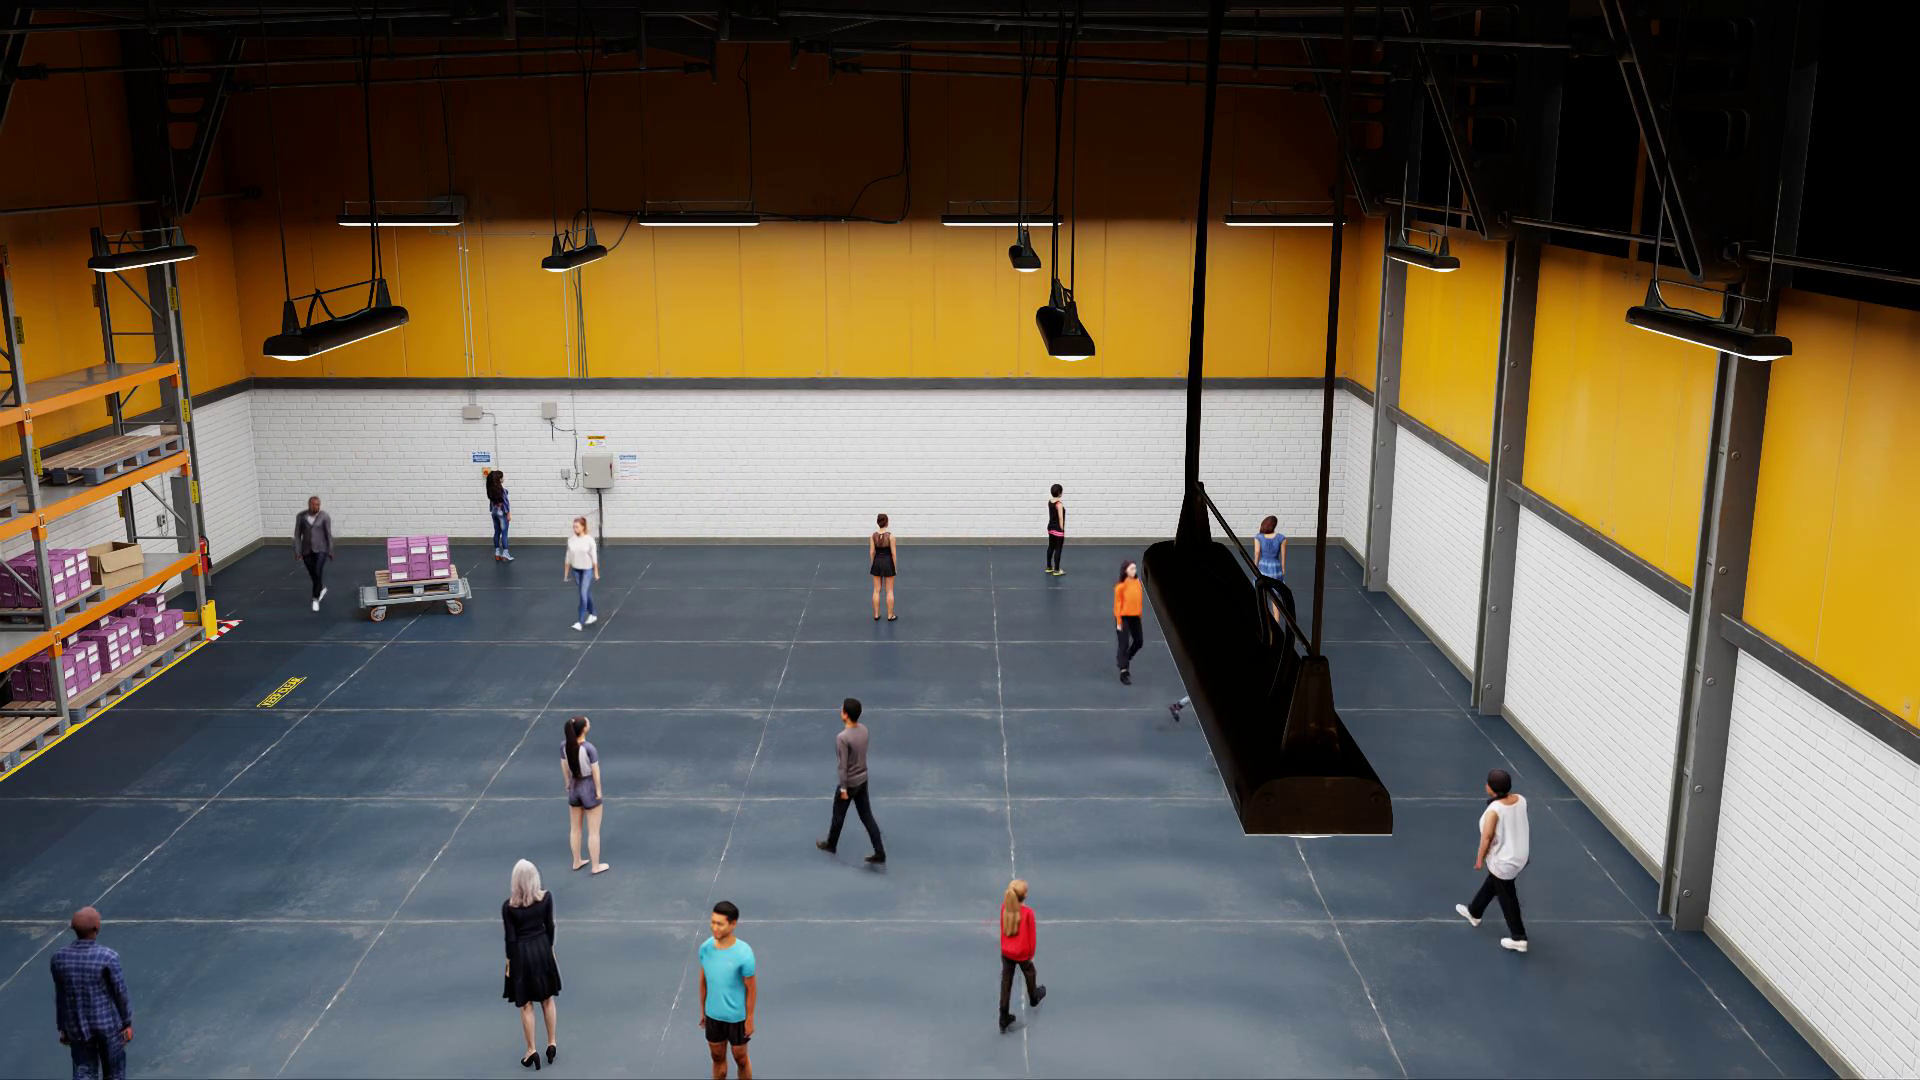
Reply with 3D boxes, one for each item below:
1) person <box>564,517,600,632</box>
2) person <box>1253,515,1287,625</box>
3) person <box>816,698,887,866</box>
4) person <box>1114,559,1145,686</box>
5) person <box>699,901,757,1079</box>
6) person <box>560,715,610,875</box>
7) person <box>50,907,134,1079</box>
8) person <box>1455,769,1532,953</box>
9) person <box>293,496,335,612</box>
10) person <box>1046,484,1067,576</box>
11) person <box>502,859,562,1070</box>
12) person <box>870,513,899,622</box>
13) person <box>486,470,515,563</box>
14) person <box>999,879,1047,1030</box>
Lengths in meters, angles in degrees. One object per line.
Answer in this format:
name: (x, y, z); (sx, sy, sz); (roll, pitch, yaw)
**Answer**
person: (-5.649, 0.496, 25.099); (0.825, 1.679, 1.123); (4, 14, 16)
person: (4.612, 0.510, 24.769); (0.704, 1.806, 0.623); (2, 14, 10)
person: (-1.009, 2.486, 16.788); (1.178, 1.722, 1.160); (-10, 17, -36)
person: (2.213, 1.084, 22.540); (0.760, 1.741, 0.807); (-9, 16, -32)
person: (-1.726, 3.519, 12.405); (0.684, 1.776, 0.663); (6, 15, 23)
person: (-3.781, 2.543, 16.703); (0.667, 1.650, 0.658); (6, 15, 24)
person: (-6.359, 3.562, 12.162); (0.740, 1.807, 0.873); (-2, 14, -8)
person: (4.993, 2.930, 15.122); (1.054, 1.643, 1.173); (-10, 17, -36)
person: (-10.148, 0.179, 26.193); (0.762, 1.780, 1.174); (0, 14, -2)
person: (1.625, -0.192, 28.213); (0.665, 1.551, 0.571); (-7, 15, -28)
person: (-3.402, 3.346, 13.184); (0.702, 1.746, 0.738); (-9, 17, -34)
person: (-1.180, 0.407, 25.475); (0.639, 1.675, 0.641); (4, 14, 15)
person: (-8.041, -0.436, 29.082); (0.695, 1.616, 0.722); (9, 16, 33)
person: (0.444, 3.450, 13.813); (0.772, 1.249, 0.952); (7, 15, 27)
